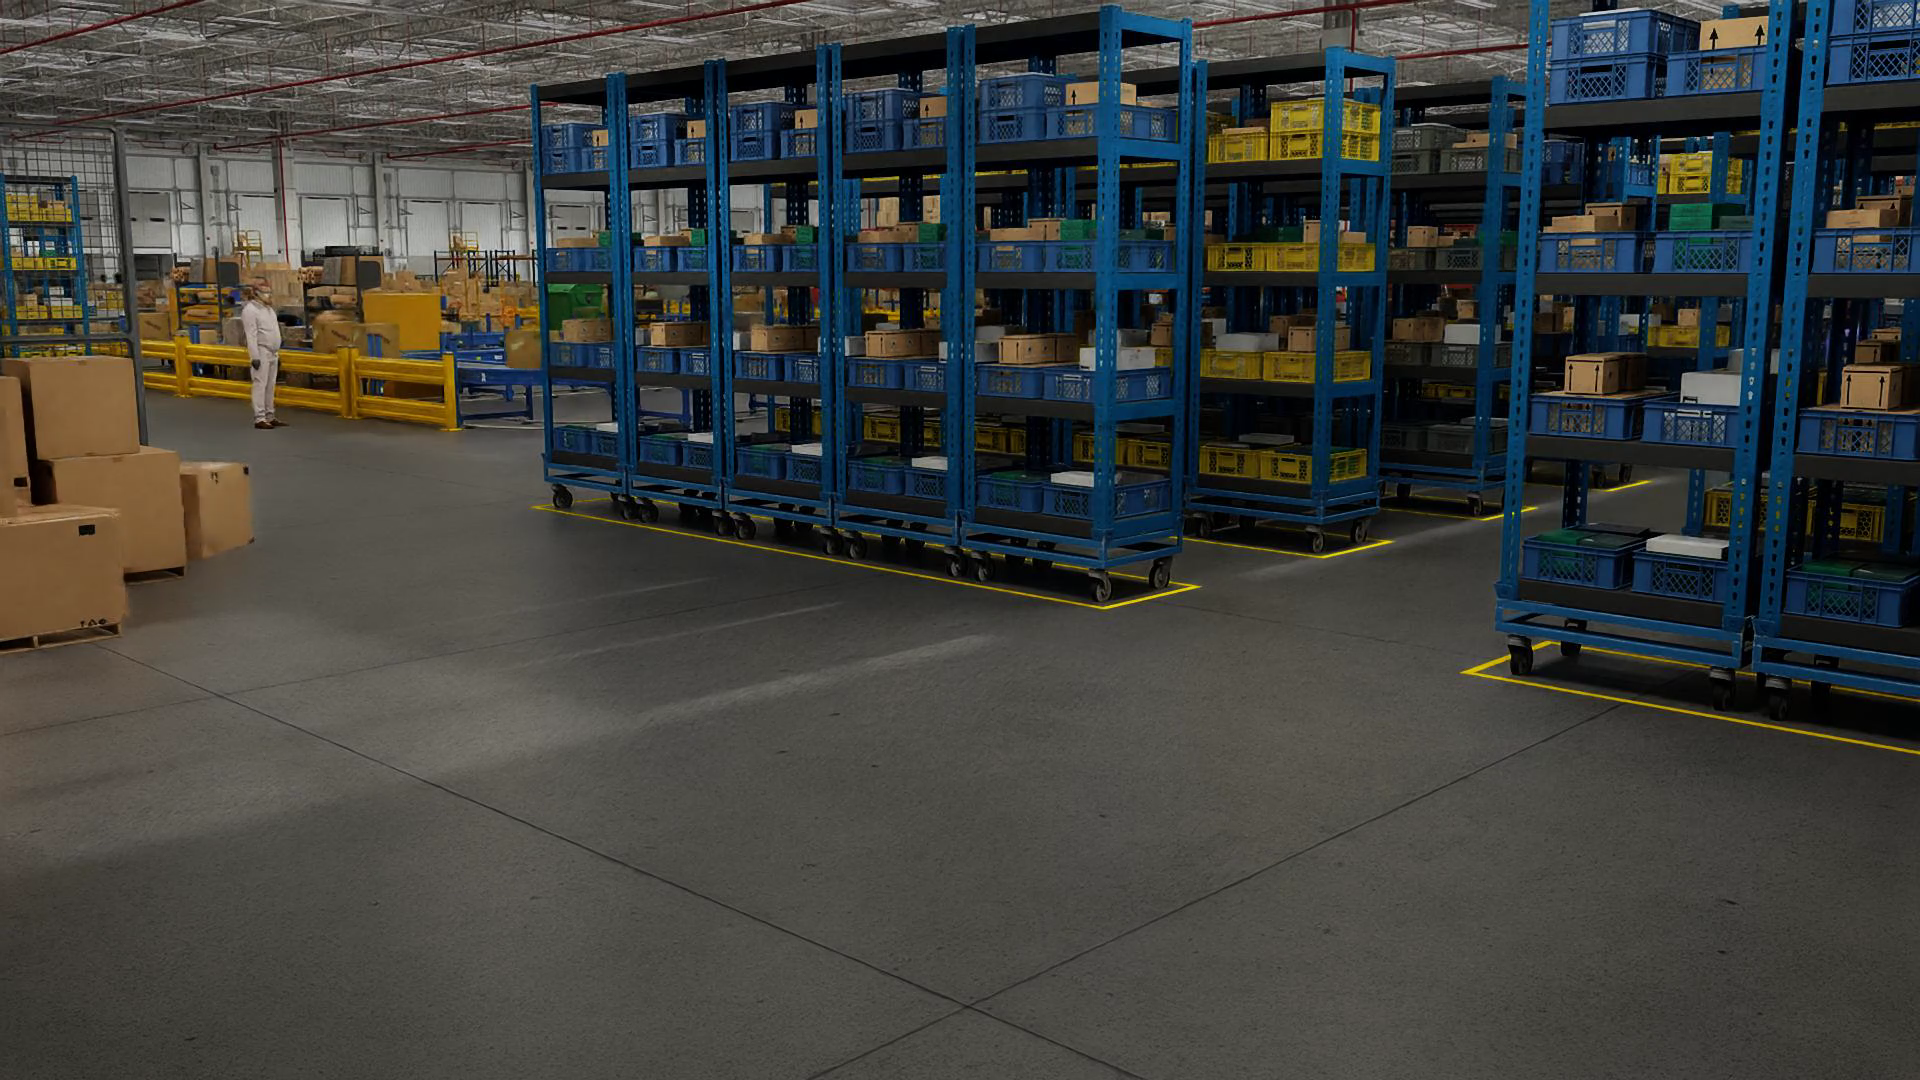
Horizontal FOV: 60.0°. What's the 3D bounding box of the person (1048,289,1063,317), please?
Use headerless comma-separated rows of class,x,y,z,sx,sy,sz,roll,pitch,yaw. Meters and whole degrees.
person,1.678,-3.891,31.263,0.553,1.733,0.784,6,11,31

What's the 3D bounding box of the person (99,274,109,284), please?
person,-34.106,-9.666,66.347,0.535,1.855,0.625,3,10,16

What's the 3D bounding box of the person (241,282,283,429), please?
person,-9.054,-2.392,21.650,0.431,1.915,0.669,0,9,2

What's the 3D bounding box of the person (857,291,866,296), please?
person,-4.123,-9.882,68.153,0.535,1.697,0.318,-4,10,-22

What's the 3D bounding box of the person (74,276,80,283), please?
person,-45.101,-12.830,85.314,0.379,1.996,0.610,4,10,25

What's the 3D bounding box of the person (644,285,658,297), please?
person,-9.888,-7.348,52.927,0.818,1.597,0.503,8,12,39

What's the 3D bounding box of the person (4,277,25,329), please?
person,-29.559,-7.357,52.157,0.703,1.872,0.775,0,9,-3

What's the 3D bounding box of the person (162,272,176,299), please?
person,-34.743,-10.790,73.023,0.637,1.921,0.481,4,10,21

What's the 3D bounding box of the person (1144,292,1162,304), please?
person,5.792,-6.920,50.061,0.547,1.664,0.588,4,10,21

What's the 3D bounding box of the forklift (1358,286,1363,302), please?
forklift,11.100,-7.017,46.970,1.873,2.768,1.129,9,13,43

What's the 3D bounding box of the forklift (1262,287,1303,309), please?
forklift,10.769,-8.203,54.240,1.129,2.768,1.873,8,12,42

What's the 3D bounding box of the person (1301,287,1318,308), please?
person,5.750,-3.352,27.365,0.421,1.936,0.626,-4,10,-24

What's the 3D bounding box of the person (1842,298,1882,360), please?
person,7.926,-1.215,14.579,0.582,1.829,0.606,-4,10,-22

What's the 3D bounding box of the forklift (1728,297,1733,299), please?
forklift,19.352,-6.232,42.156,1.873,2.768,1.129,9,13,43

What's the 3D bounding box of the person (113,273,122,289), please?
person,-27.415,-7.762,54.416,0.832,1.938,0.622,-1,9,-8

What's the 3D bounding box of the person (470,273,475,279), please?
person,-23.836,-12.126,81.383,0.422,1.866,0.603,3,10,19

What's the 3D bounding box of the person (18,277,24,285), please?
person,-45.681,-12.053,80.918,0.981,1.877,0.591,-1,9,-8

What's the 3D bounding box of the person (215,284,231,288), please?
person,-26.472,-8.625,59.803,0.568,1.927,0.399,-2,9,-12
